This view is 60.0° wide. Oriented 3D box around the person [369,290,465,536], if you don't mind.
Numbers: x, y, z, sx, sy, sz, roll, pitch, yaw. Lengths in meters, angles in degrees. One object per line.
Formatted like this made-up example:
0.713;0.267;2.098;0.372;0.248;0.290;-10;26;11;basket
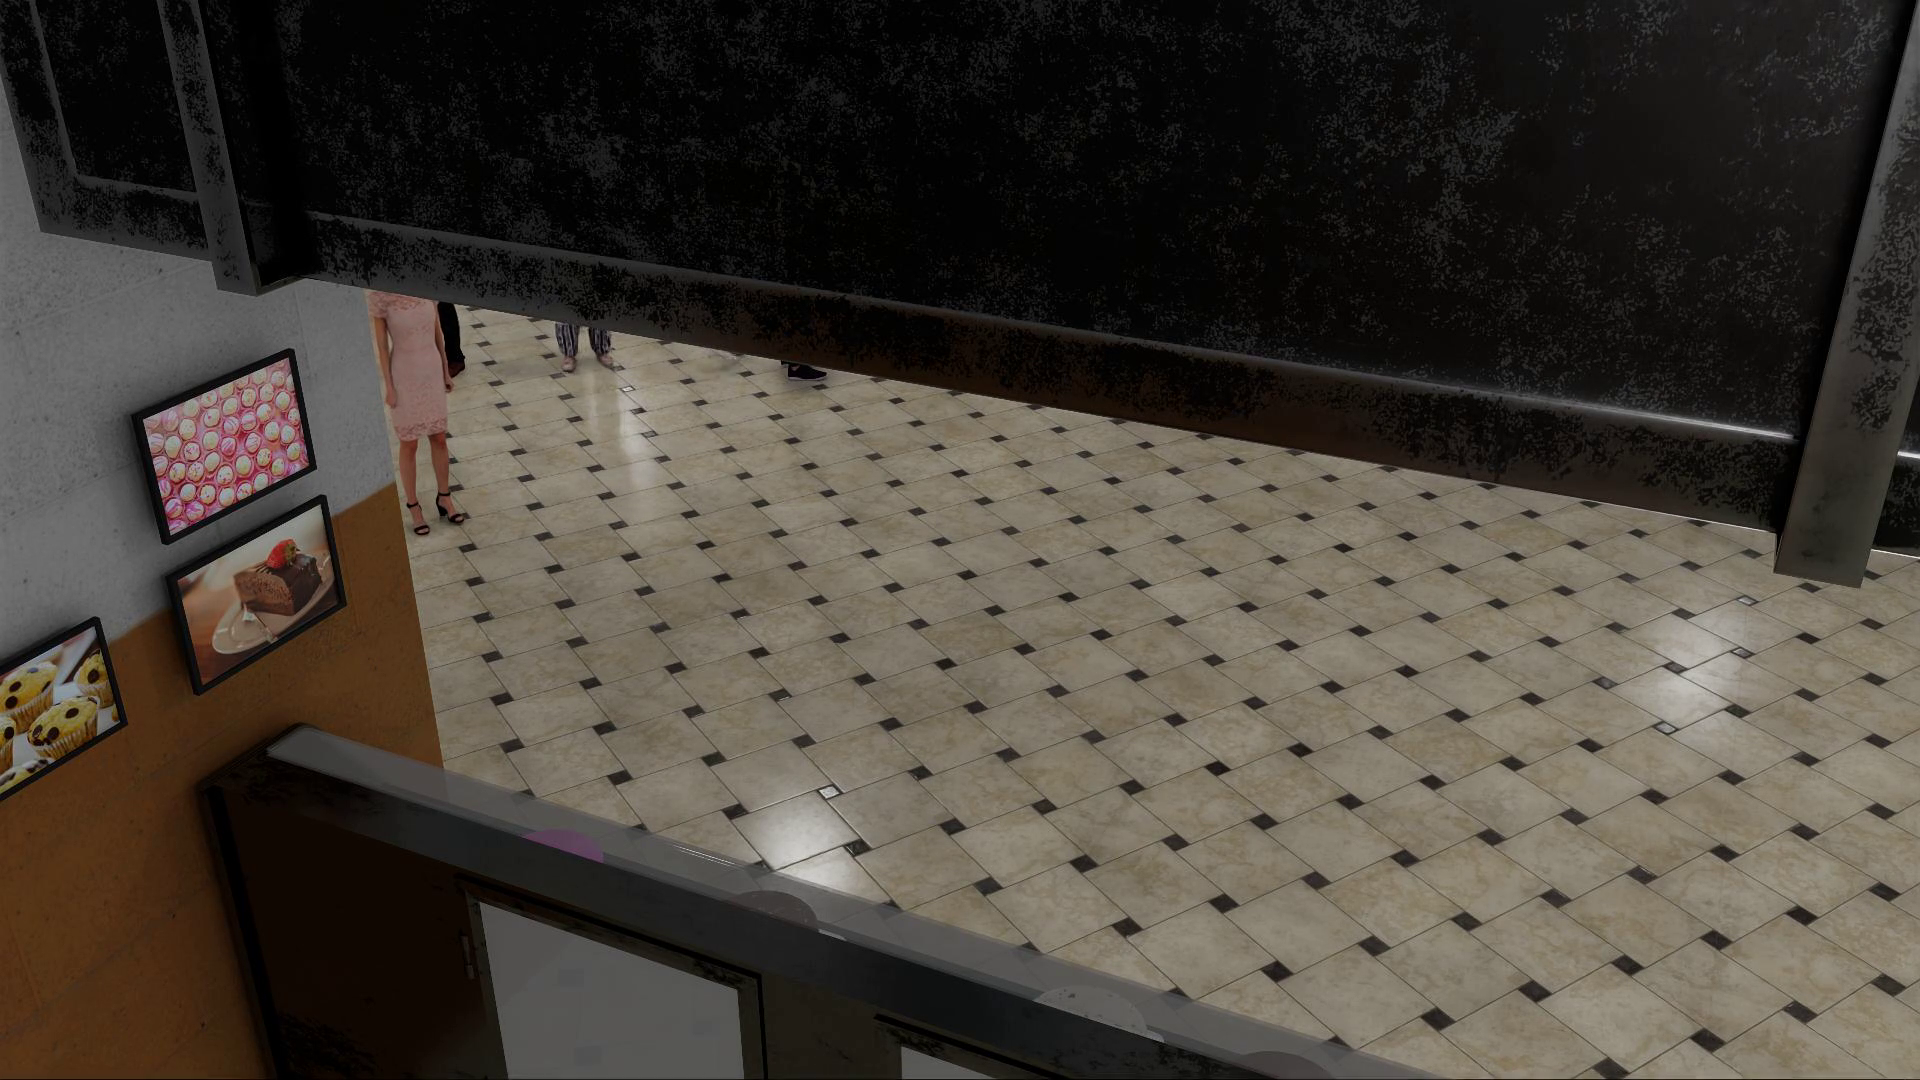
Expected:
-3.182;-0.924;9.719;0.568;1.829;0.700;-21;34;-35;person
